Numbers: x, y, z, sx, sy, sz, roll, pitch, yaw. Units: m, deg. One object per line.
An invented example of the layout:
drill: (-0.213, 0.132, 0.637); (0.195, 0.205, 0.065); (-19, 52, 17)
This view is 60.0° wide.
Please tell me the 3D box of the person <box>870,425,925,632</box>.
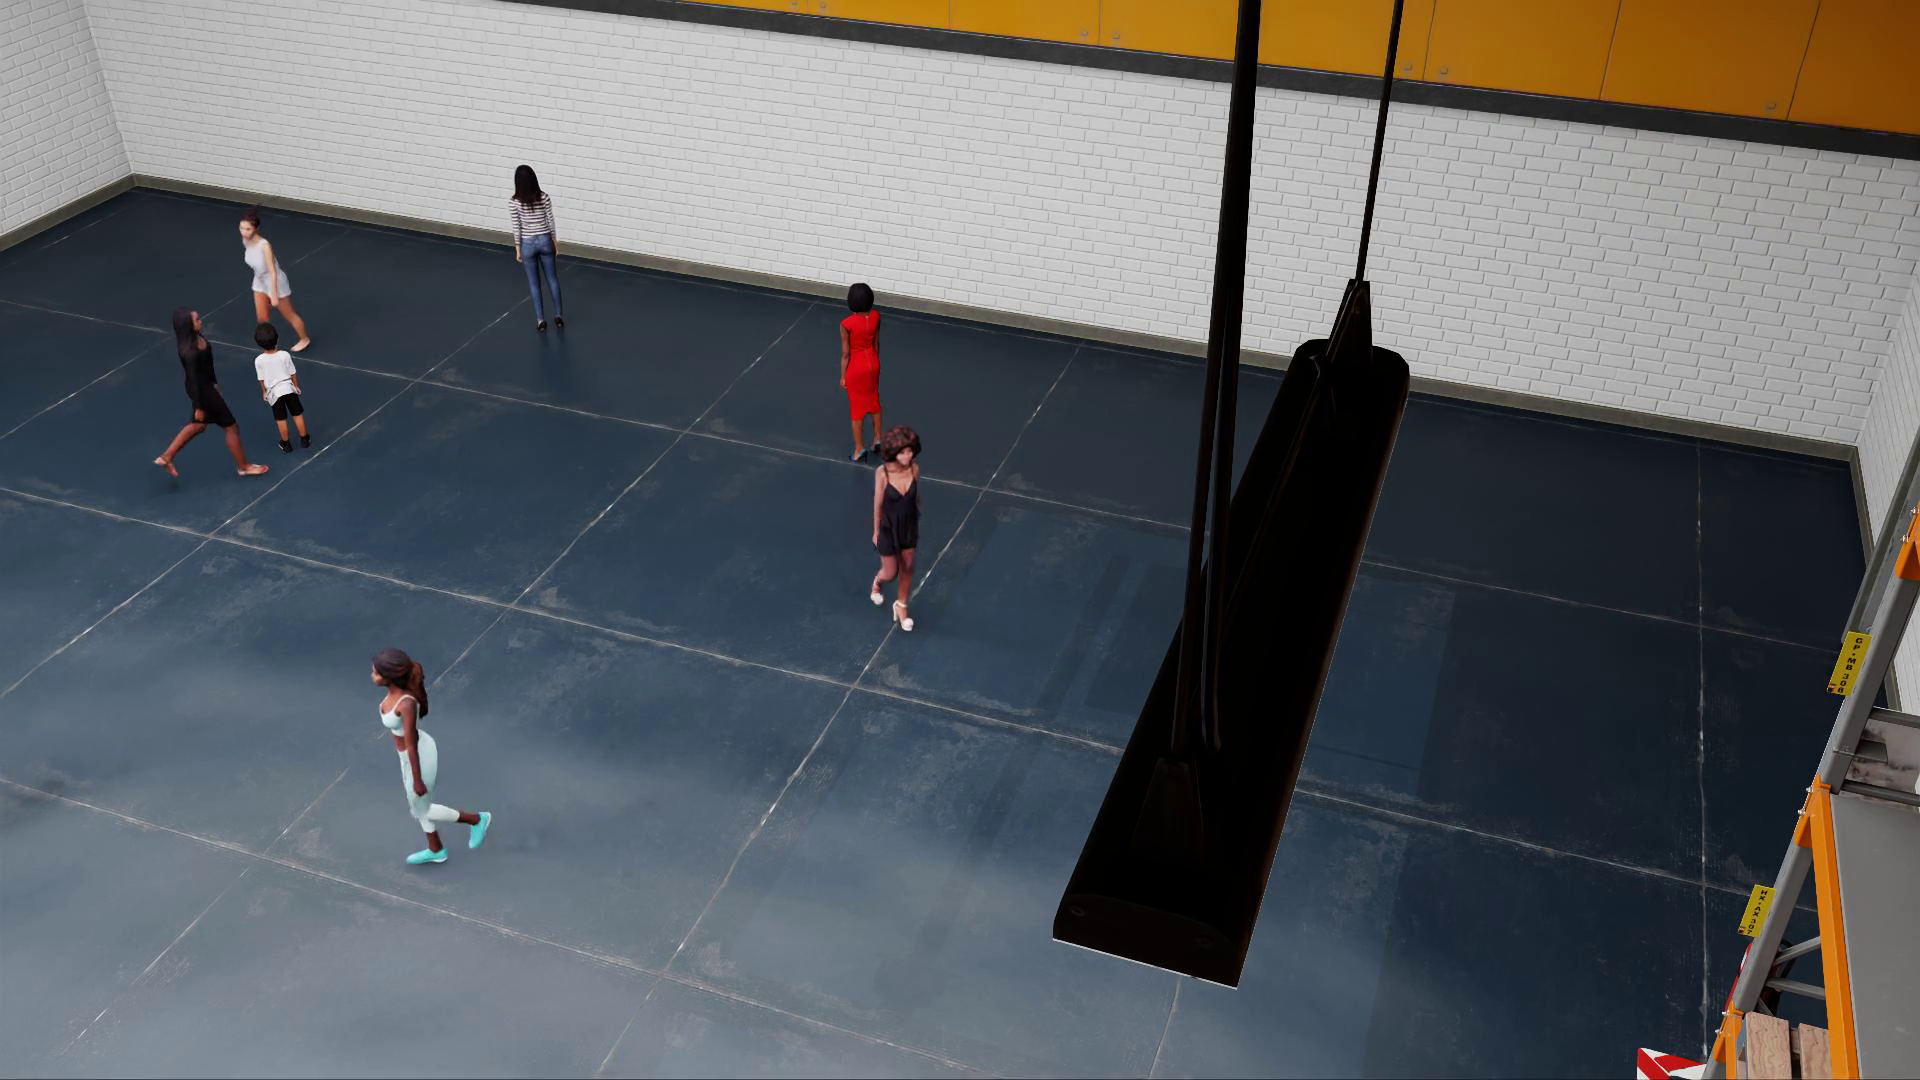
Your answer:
person: (-0.525, -0.111, 12.737); (0.793, 1.778, 0.841); (-17, 37, -24)

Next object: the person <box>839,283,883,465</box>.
person: (-0.871, -1.493, 14.848); (0.595, 1.744, 0.706); (-24, 40, -31)

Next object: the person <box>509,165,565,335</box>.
person: (-4.331, -2.972, 17.026); (0.647, 1.796, 0.698); (-13, 36, -19)

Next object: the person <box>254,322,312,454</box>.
person: (-6.181, -1.389, 15.126); (0.577, 1.262, 0.642); (-17, 37, -24)

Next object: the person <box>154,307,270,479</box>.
person: (-6.665, -1.226, 14.489); (1.148, 1.695, 1.140); (-13, 36, -19)

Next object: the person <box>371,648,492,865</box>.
person: (-3.362, 1.390, 10.541); (0.898, 1.711, 0.843); (-13, 36, -19)

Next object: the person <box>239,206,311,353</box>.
person: (-6.844, -2.588, 16.629); (0.640, 1.596, 0.846); (22, 39, 29)
